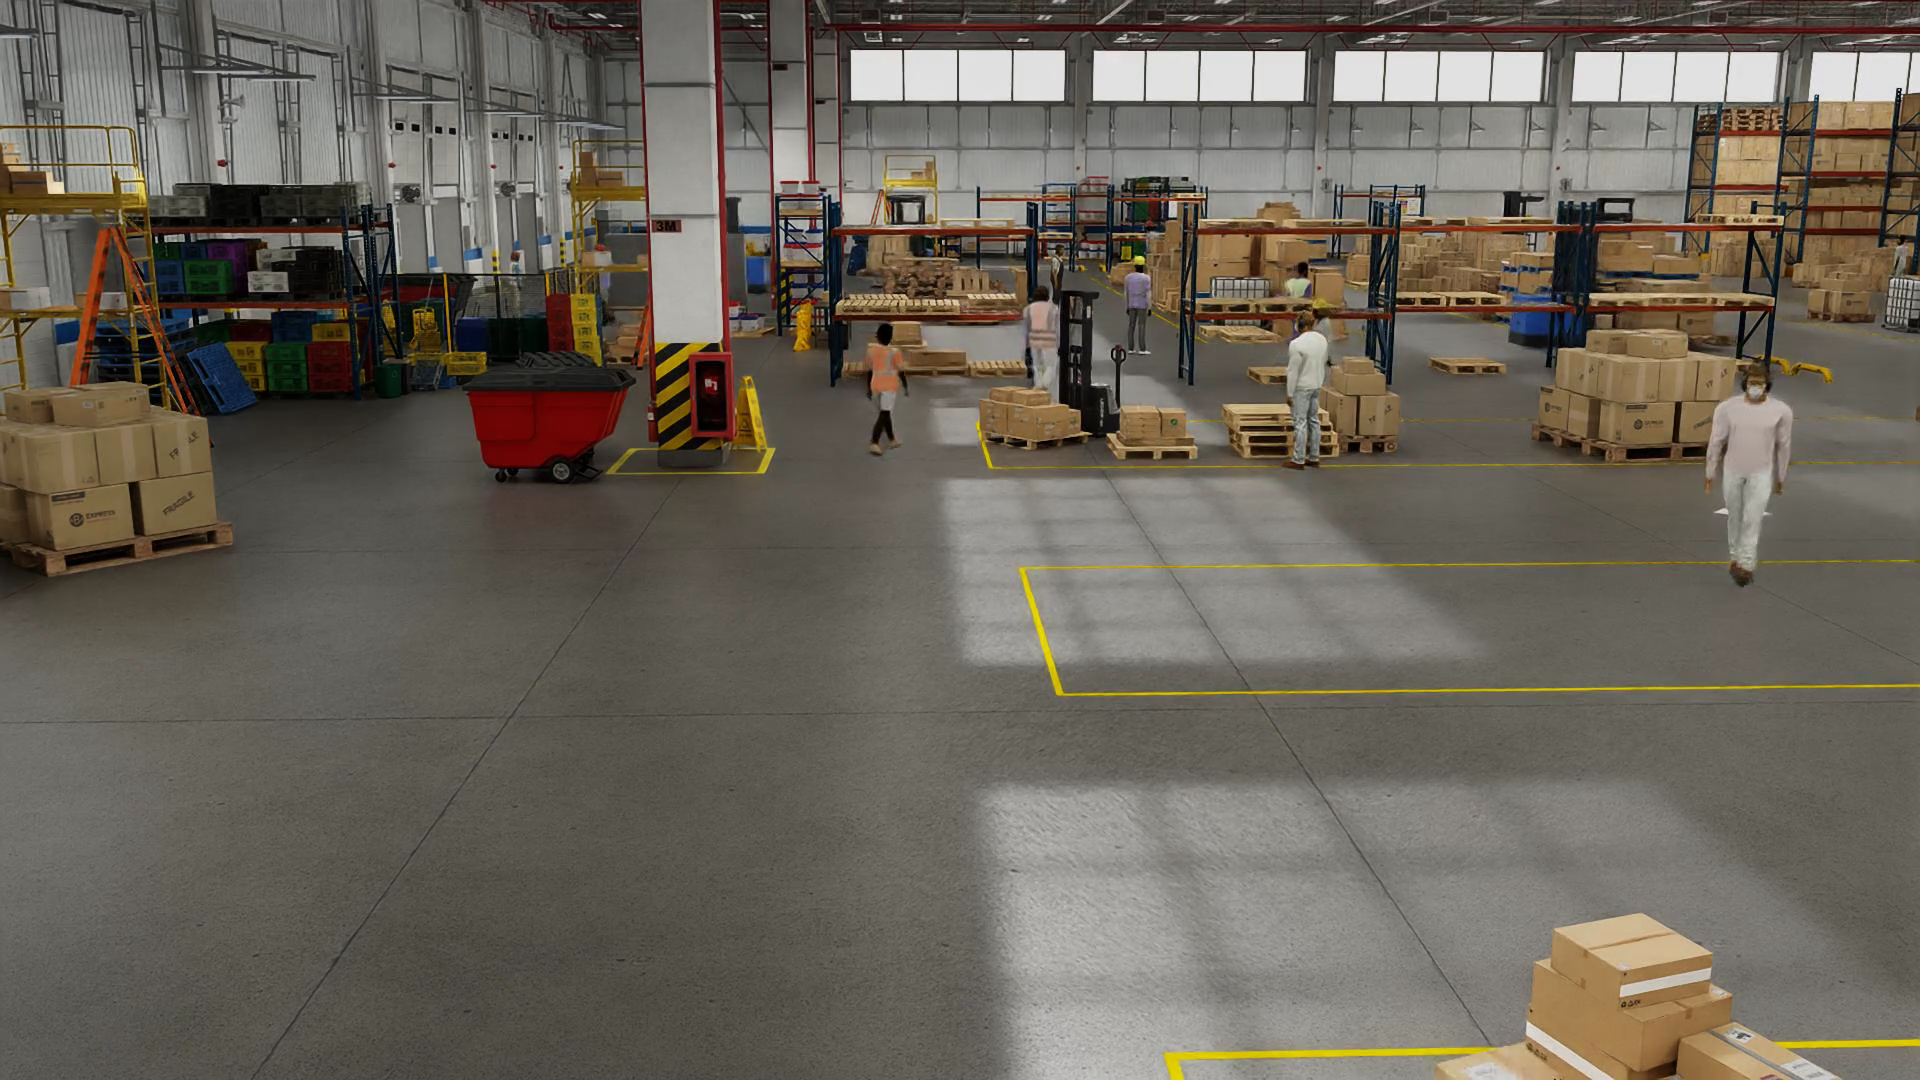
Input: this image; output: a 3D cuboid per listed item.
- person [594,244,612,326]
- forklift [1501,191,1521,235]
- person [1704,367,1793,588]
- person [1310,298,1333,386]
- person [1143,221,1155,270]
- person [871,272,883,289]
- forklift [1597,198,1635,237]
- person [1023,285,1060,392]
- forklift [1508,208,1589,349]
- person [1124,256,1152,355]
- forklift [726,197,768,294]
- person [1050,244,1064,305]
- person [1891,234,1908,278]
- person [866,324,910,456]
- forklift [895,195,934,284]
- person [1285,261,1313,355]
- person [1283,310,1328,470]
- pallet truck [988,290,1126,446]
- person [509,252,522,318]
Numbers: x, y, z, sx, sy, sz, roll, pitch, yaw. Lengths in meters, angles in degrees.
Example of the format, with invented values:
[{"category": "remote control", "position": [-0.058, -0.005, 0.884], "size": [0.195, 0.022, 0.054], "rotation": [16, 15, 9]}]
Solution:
[{"category": "person", "position": [-8.295, -5.896, 38.534], "size": [0.547, 1.915, 0.550], "rotation": [8, 15, 34]}, {"category": "forklift", "position": [20.793, -11.780, 62.907], "size": [1.873, 2.768, 1.129], "rotation": [0, 12, -2]}, {"category": "person", "position": [6.832, -0.554, 14.475], "size": [0.651, 1.884, 1.031], "rotation": [7, 14, 29]}, {"category": "person", "position": [5.275, -2.688, 24.463], "size": [0.362, 1.728, 0.517], "rotation": [-3, 13, -13]}, {"category": "person", "position": [6.347, -9.832, 56.317], "size": [0.791, 1.903, 0.541], "rotation": [-4, 13, -17]}, {"category": "person", "position": [-2.558, -8.669, 51.150], "size": [0.342, 1.881, 0.582], "rotation": [-5, 14, -23]}, {"category": "forklift", "position": [18.434, -8.256, 46.995], "size": [1.129, 2.768, 1.873], "rotation": [8, 15, 33]}, {"category": "person", "position": [1.290, -3.037, 25.824], "size": [0.652, 1.829, 0.446], "rotation": [6, 14, 24]}, {"category": "forklift", "position": [12.293, -5.317, 33.725], "size": [1.873, 2.768, 1.129], "rotation": [0, 12, -2]}, {"category": "person", "position": [3.505, -4.599, 32.681], "size": [0.621, 1.924, 0.385], "rotation": [9, 16, 37]}, {"category": "forklift", "position": [-6.625, -8.602, 48.560], "size": [1.873, 2.768, 1.129], "rotation": [0, 12, -2]}, {"category": "person", "position": [2.364, -6.242, 40.295], "size": [0.341, 1.839, 0.501], "rotation": [3, 13, 15]}, {"category": "person", "position": [25.716, -7.427, 45.566], "size": [0.518, 1.865, 0.323], "rotation": [-8, 15, -33]}, {"category": "person", "position": [-0.964, -1.921, 21.188], "size": [0.541, 1.654, 0.882], "rotation": [9, 16, 36]}, {"category": "forklift", "position": [-1.555, -9.617, 53.143], "size": [1.129, 2.768, 1.873], "rotation": [3, 13, 14]}, {"category": "person", "position": [6.383, -4.298, 31.371], "size": [0.581, 1.902, 0.592], "rotation": [-8, 15, -33]}, {"category": "person", "position": [4.153, -1.800, 20.026], "size": [0.629, 1.935, 0.375], "rotation": [-10, 16, -38]}, {"category": "pallet truck", "position": [1.257, -2.299, 22.111], "size": [1.885, 1.965, 0.823], "rotation": [-9, 15, -35]}, {"category": "person", "position": [-10.880, -6.239, 40.737], "size": [0.314, 1.634, 0.516], "rotation": [-7, 14, -29]}]
